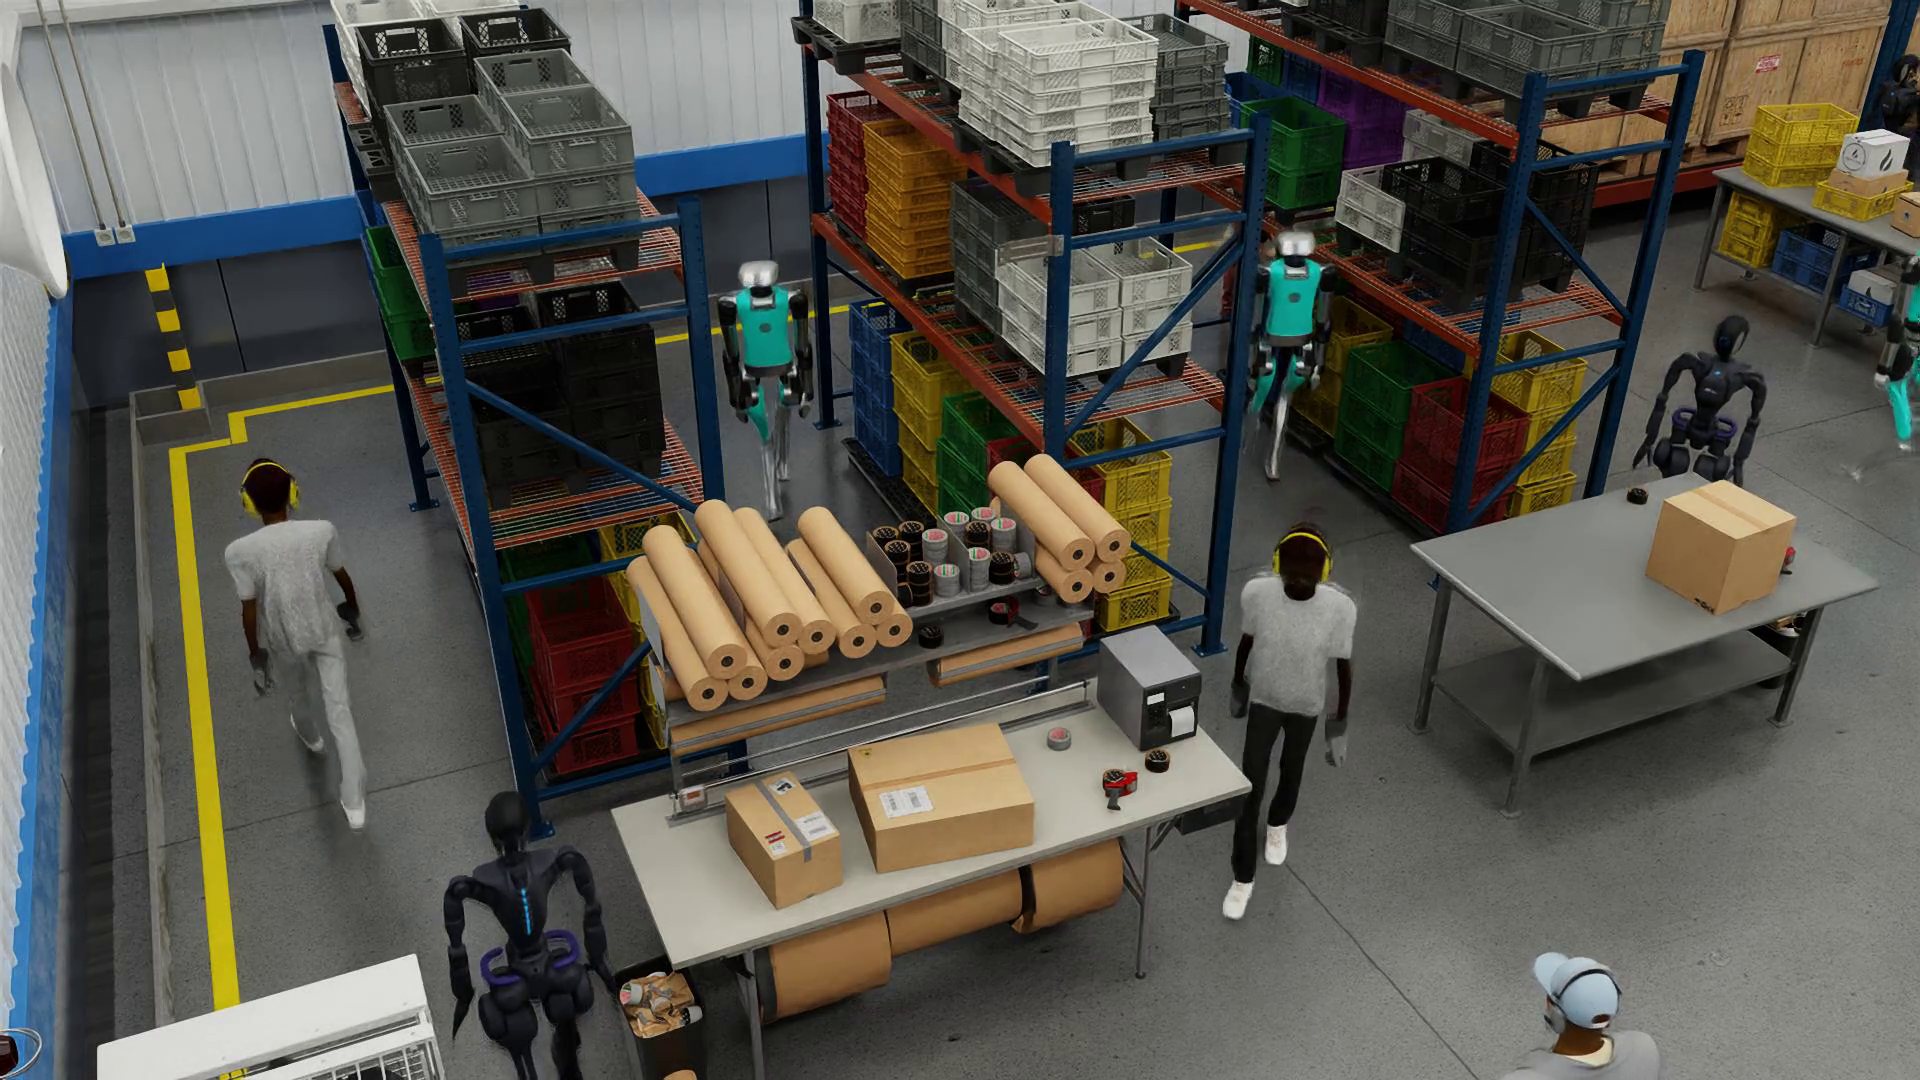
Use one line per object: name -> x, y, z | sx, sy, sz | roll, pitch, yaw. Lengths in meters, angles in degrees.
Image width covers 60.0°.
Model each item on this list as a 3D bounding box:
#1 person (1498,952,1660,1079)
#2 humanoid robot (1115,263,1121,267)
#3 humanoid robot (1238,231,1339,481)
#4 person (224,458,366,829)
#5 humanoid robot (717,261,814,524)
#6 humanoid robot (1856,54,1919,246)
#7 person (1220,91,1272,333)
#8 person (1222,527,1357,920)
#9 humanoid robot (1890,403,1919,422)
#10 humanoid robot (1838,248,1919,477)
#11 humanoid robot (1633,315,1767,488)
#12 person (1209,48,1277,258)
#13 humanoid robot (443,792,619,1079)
person -> 1.800, 2.000, 5.212 | 0.596, 1.849, 0.395 | -13, 34, -20
humanoid robot -> 0.926, -2.150, 12.179 | 0.706, 1.908, 0.545 | -8, 33, -13
humanoid robot -> 2.005, -1.121, 10.503 | 0.539, 1.899, 0.753 | 0, 32, 0
person -> -3.078, 0.422, 7.806 | 0.553, 1.811, 0.984 | -17, 36, -26
humanoid robot -> -1.168, -0.971, 10.158 | 0.545, 1.727, 1.050 | -4, 32, -7
humanoid robot -> 7.774, -3.238, 13.905 | 0.709, 1.631, 0.598 | -12, 34, -18
person -> 2.169, -2.466, 12.403 | 0.374, 1.917, 0.592 | -4, 32, -6
person -> 1.406, 0.794, 7.182 | 0.537, 1.834, 0.873 | 9, 33, 14
humanoid robot -> 6.782, -1.371, 10.821 | 0.532, 1.740, 1.004 | -17, 36, -26
humanoid robot -> 6.068, -1.000, 10.236 | 0.533, 1.786, 0.960 | -14, 34, -21
humanoid robot -> 4.140, -0.485, 9.410 | 0.604, 1.641, 0.485 | 19, 36, 28
person -> 2.514, -3.196, 13.686 | 0.553, 1.815, 0.660 | -13, 34, -20
humanoid robot -> -1.560, 1.614, 6.057 | 0.609, 1.633, 0.772 | -15, 35, -23
